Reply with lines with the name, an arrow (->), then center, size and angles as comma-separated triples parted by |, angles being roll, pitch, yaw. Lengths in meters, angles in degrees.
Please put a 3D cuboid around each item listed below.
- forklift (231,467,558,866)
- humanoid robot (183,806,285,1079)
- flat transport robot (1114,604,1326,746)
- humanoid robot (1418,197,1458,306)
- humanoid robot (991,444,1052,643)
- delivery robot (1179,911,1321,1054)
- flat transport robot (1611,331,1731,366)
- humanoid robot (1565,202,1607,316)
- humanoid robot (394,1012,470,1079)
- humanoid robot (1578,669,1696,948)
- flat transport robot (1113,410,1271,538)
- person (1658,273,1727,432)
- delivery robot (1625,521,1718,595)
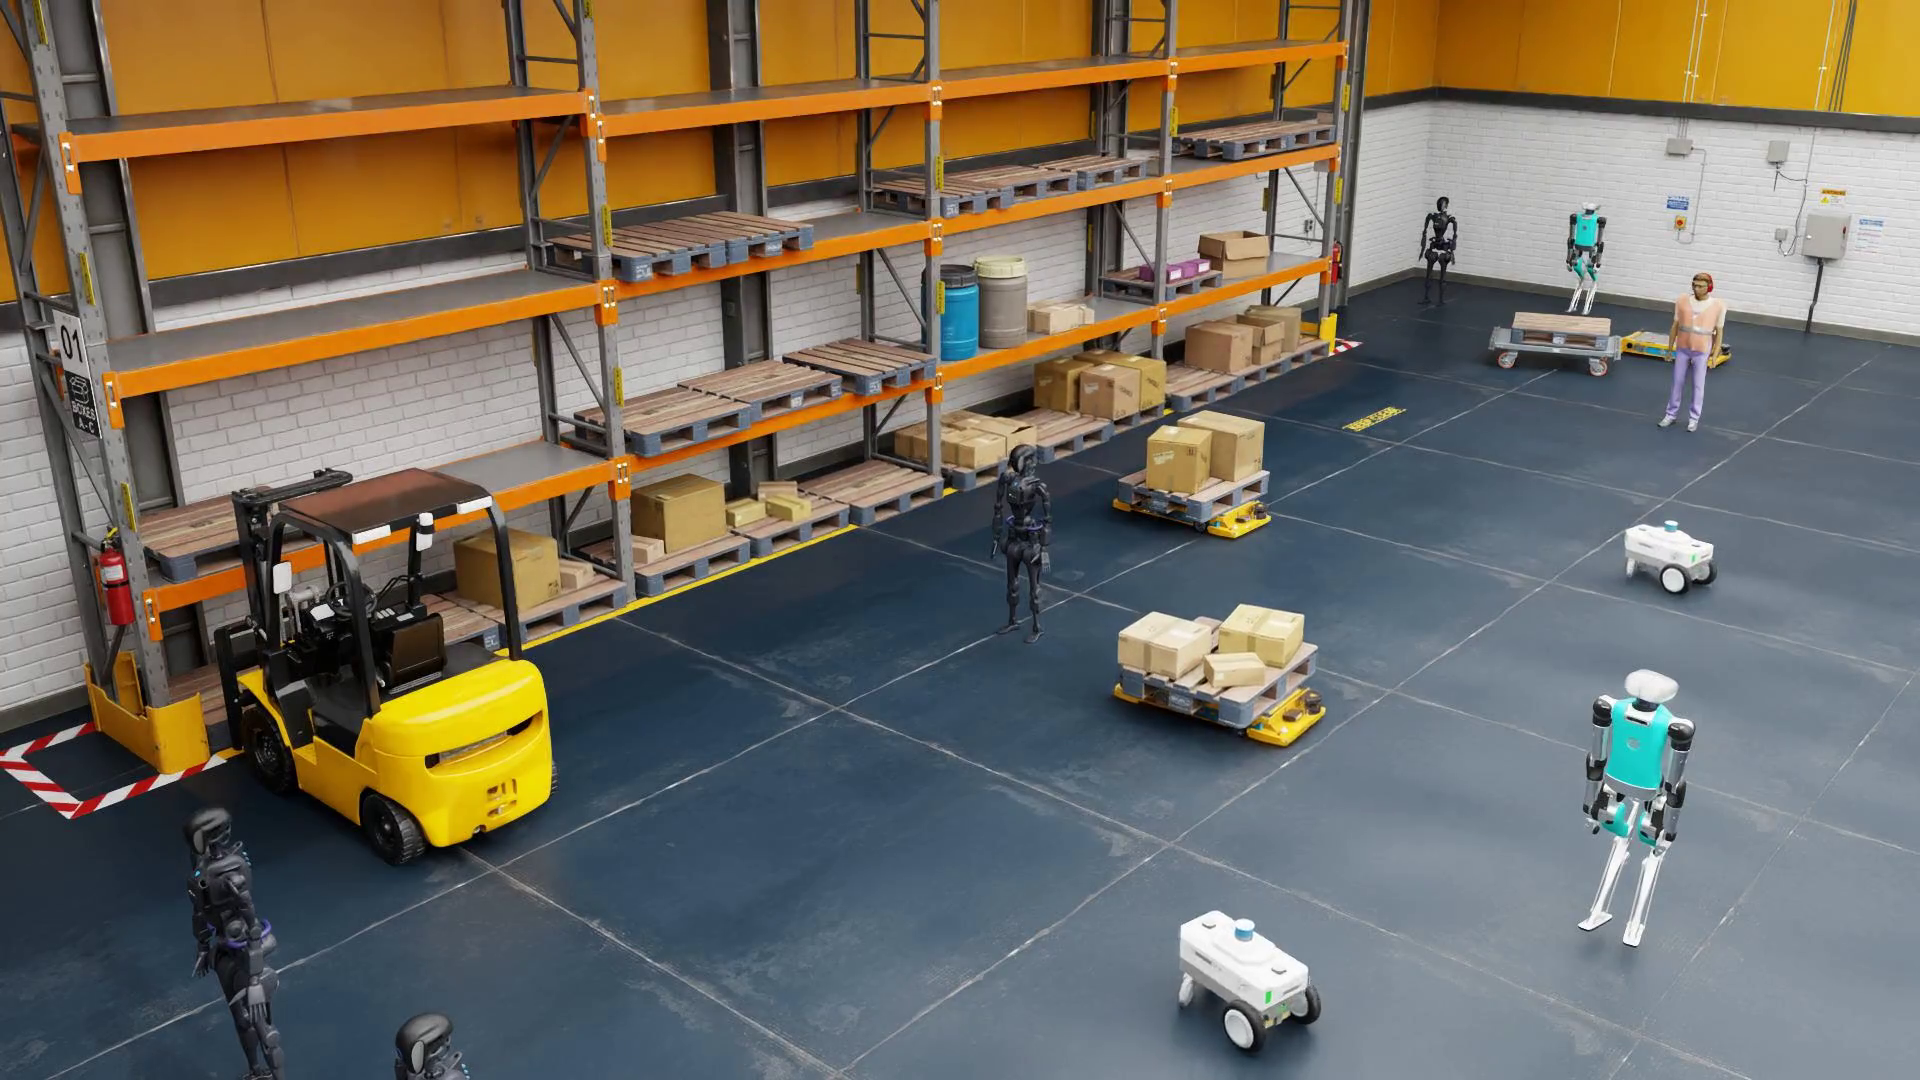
forklift -> -3.730, 0.710, 10.856 | 2.313, 2.155, 1.214 | 17, 26, 38
humanoid robot -> -3.488, 2.023, 8.018 | 0.599, 1.655, 0.315 | 17, 26, 38
flat transport robot -> 1.934, 1.161, 12.405 | 1.431, 0.231, 0.659 | 14, 25, 34
humanoid robot -> 7.349, -4.435, 25.517 | 0.599, 1.655, 0.315 | 17, 26, 38
humanoid robot -> 0.515, 0.019, 13.449 | 0.599, 1.655, 0.315 | 17, 26, 38
delivery robot -> 1.504, 2.312, 8.862 | 0.524, 0.586, 0.745 | -14, 25, -34
flat transport robot -> 9.639, -2.604, 22.606 | 1.431, 0.231, 0.659 | 17, 26, 38
humanoid robot -> 9.290, -4.178, 24.559 | 0.533, 1.677, 0.735 | 17, 26, 38
humanoid robot -> -2.005, 2.567, 6.542 | 0.599, 1.657, 0.315 | 17, 26, 38
humanoid robot -> 3.828, 1.448, 9.317 | 0.533, 1.675, 0.735 | 17, 26, 38
flat transport robot -> 2.289, -0.330, 16.444 | 1.431, 0.231, 0.659 | 17, 26, 38
person -> 8.454, -2.173, 19.163 | 0.568, 1.843, 0.373 | 17, 26, 38
delivery robot -> 6.290, 0.130, 14.775 | 0.524, 0.586, 0.745 | -14, 25, -34
